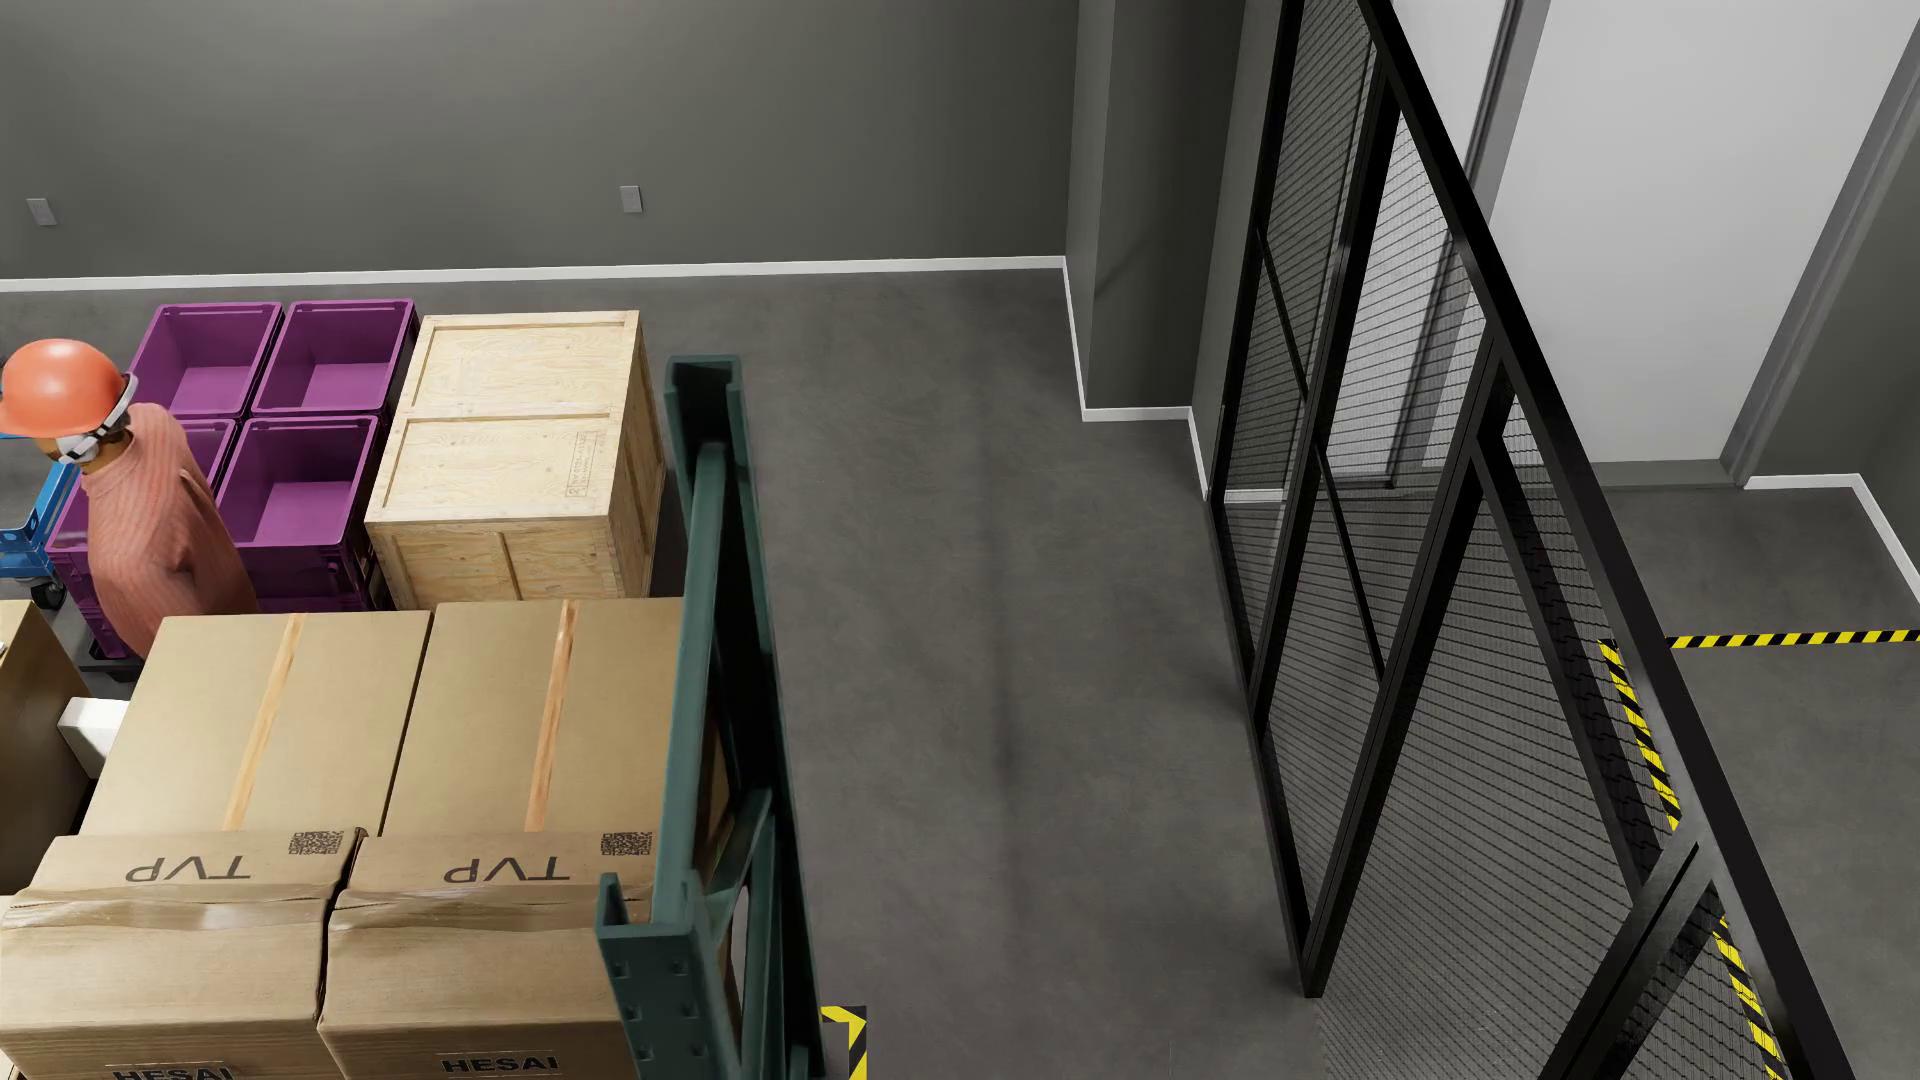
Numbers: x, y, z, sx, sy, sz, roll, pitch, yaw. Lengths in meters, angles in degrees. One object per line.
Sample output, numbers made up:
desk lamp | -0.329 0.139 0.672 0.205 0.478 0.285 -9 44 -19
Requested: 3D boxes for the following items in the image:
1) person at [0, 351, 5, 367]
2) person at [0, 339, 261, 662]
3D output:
person | -4.036 -1.273 5.972 0.371 1.941 0.627 -3 46 -3
person | -2.055 0.258 4.472 0.386 1.992 0.625 -12 48 -11
